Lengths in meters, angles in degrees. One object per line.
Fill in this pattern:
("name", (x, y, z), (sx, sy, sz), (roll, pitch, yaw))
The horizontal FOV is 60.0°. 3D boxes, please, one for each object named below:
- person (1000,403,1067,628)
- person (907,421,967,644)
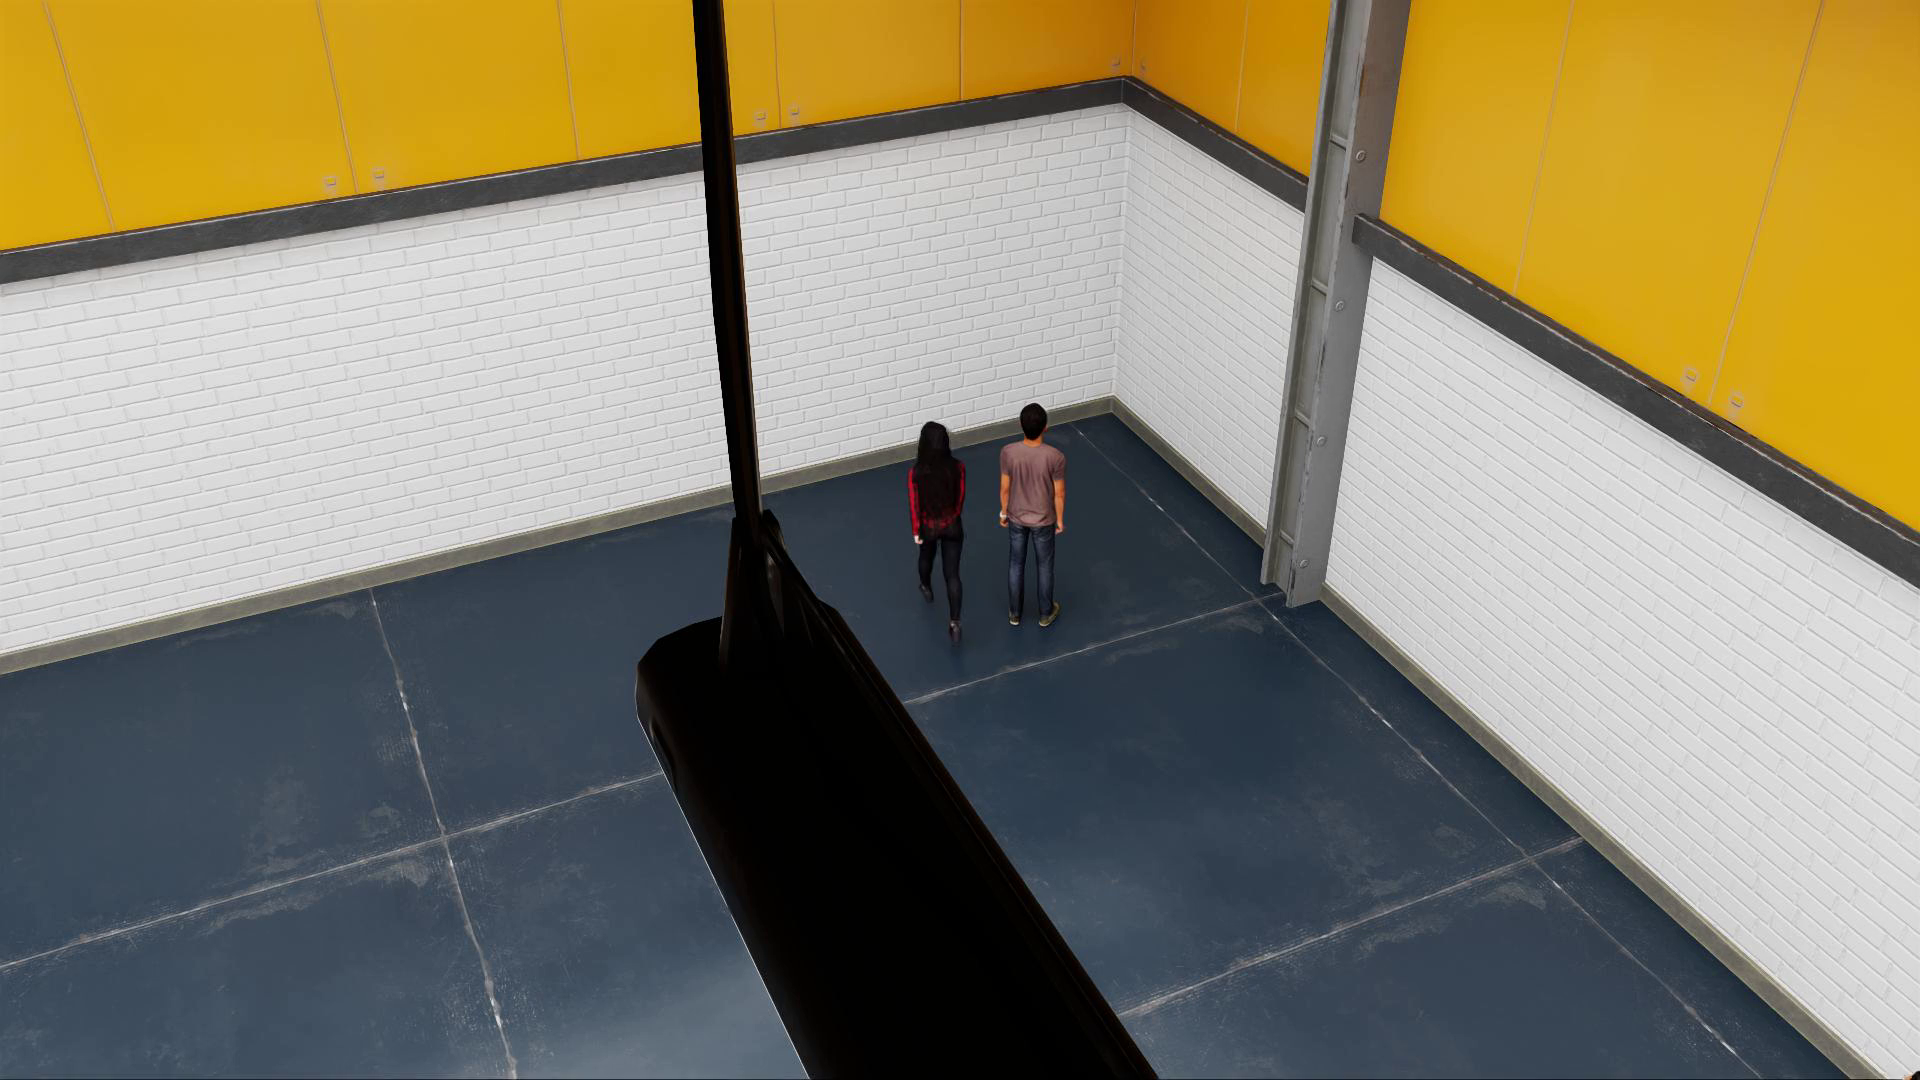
("person", (0.505, -0.161, 11.768), (0.706, 1.779, 0.743), (7, 34, 11))
("person", (-0.103, -0.030, 11.719), (0.747, 1.615, 1.116), (-7, 34, -11))
